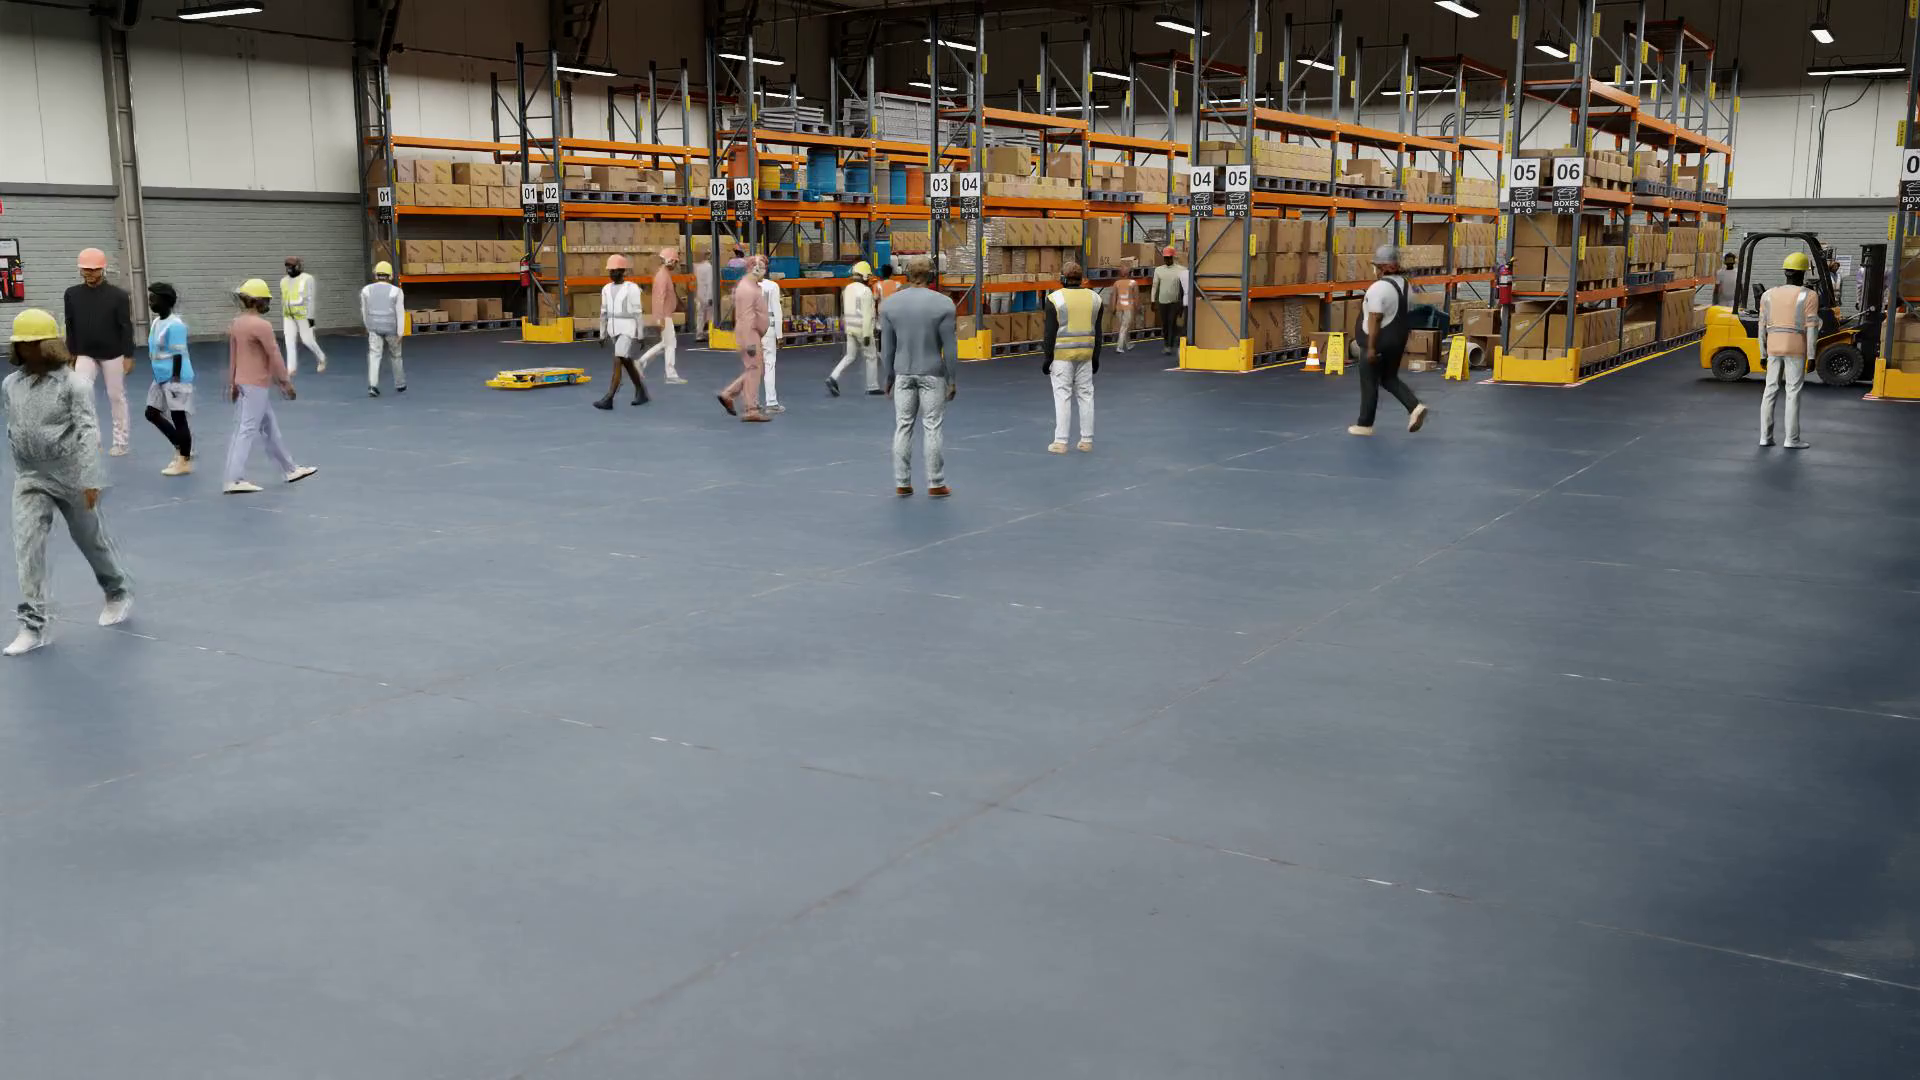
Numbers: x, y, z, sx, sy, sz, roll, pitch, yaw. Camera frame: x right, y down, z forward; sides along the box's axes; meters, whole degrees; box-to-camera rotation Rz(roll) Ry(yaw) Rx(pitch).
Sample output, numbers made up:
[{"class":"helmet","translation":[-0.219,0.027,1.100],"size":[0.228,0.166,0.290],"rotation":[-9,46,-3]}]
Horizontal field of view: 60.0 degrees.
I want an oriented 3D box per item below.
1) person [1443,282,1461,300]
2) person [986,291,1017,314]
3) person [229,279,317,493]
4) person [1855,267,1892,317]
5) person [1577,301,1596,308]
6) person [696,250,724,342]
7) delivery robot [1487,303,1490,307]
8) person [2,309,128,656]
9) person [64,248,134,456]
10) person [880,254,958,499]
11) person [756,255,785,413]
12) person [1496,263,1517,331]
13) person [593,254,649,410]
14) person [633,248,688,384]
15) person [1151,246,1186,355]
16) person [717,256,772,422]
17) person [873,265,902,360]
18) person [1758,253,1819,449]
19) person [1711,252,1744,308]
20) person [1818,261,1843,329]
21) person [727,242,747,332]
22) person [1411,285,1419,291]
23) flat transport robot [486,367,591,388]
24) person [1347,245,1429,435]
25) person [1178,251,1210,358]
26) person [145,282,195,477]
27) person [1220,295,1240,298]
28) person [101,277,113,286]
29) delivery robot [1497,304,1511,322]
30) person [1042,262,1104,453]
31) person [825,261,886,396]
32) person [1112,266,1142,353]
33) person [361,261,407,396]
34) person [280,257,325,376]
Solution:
[{"class":"person","translation":[12.622,-6.526,42.709],"size":[0.548,1.892,1.014],"rotation":[6,12,32]},{"class":"person","translation":[0.823,-4.815,32.978],"size":[0.626,1.934,0.363],"rotation":[0,10,2]},{"class":"person","translation":[-5.683,-1.267,13.669],"size":[0.532,1.727,0.887],"rotation":[9,14,42]},{"class":"person","translation":[17.320,-4.557,31.559],"size":[0.588,1.919,0.389],"rotation":[6,12,30]},{"class":"person","translation":[14.167,-5.625,37.615],"size":[0.549,1.895,0.949],"rotation":[6,12,31]},{"class":"person","translation":[-5.056,-4.985,34.069],"size":[0.839,1.873,0.665],"rotation":[-7,12,-34]},{"class":"delivery robot","translation":[13.036,-5.603,40.970],"size":[0.477,0.478,0.707],"rotation":[0,10,-2]},{"class":"person","translation":[-4.596,-0.332,8.492],"size":[0.503,1.700,0.891],"rotation":[1,10,4]},{"class":"person","translation":[-8.117,-1.748,15.671],"size":[0.645,1.965,0.678],"rotation":[-1,10,-4]},{"class":"person","translation":[-0.317,-1.287,13.188],"size":[0.632,1.938,0.358],"rotation":[3,10,14]},{"class":"person","translation":[-2.363,-2.452,19.874],"size":[0.580,1.881,0.343],"rotation":[5,11,26]},{"class":"person","translation":[12.701,-5.780,38.514],"size":[0.995,1.867,0.587],"rotation":[-9,13,-40]},{"class":"person","translation":[-4.178,-2.561,20.468],"size":[0.561,1.887,1.019],"rotation":[6,12,31]},{"class":"person","translation":[-4.357,-3.231,24.023],"size":[0.736,1.959,0.651],"rotation":[-2,10,-9]},{"class":"person","translation":[3.751,-4.337,30.221],"size":[0.641,1.951,0.933],"rotation":[5,11,26]},{"class":"person","translation":[-2.446,-2.287,18.945],"size":[0.566,1.882,0.671],"rotation":[0,10,-3]},{"class":"person","translation":[-1.240,-3.911,28.663],"size":[0.542,1.649,0.864],"rotation":[-2,10,-10]},{"class":"person","translation":[8.188,-1.865,16.452],"size":[0.363,1.928,0.586],"rotation":[-7,12,-36]},{"class":"person","translation":[14.597,-4.532,31.632],"size":[0.549,1.837,0.785],"rotation":[5,11,26]},{"class":"person","translation":[18.411,-5.066,35.187],"size":[0.510,1.640,0.308],"rotation":[-2,10,-9]},{"class":"person","translation":[-4.829,-5.499,36.485],"size":[0.609,2.044,0.397],"rotation":[9,14,41]},{"class":"person","translation":[10.806,-6.080,40.158],"size":[0.687,1.885,0.575],"rotation":[7,13,36]},{"class":"flat transport robot","translation":[-5.973,-2.315,23.614],"size":[0.652,0.197,1.431],"rotation":[6,12,29]},{"class":"person","translation":[4.498,-2.095,17.425],"size":[0.685,2.000,0.763],"rotation":[-9,13,-41]},{"class":"person","translation":[4.055,-4.075,28.960],"size":[0.599,1.891,0.898],"rotation":[5,11,28]},{"class":"person","translation":[-6.871,-1.391,14.445],"size":[0.366,1.685,0.551],"rotation":[-10,14,-44]},{"class":"person","translation":[5.185,-4.508,31.593],"size":[0.541,1.816,0.899],"rotation":[6,12,32]},{"class":"person","translation":[-14.041,-3.628,27.194],"size":[0.494,1.627,0.297],"rotation":[-2,10,-12]},{"class":"delivery robot","translation":[13.063,-5.491,40.345],"size":[0.707,0.478,0.477],"rotation":[-1,10,-6]},{"class":"person","translation":[1.075,-1.765,16.137],"size":[0.634,1.841,0.429],"rotation":[-5,11,-24]},{"class":"person","translation":[-1.384,-2.773,21.928],"size":[0.815,1.798,0.594],"rotation":[-8,13,-38]},{"class":"person","translation":[3.090,-4.260,30.815],"size":[0.516,1.591,0.876],"rotation":[8,13,38]},{"class":"person","translation":[-7.679,-2.809,22.165],"size":[0.603,1.791,0.949],"rotation":[0,10,-1]},{"class":"person","translation":[-10.124,-3.430,25.527],"size":[0.637,1.819,0.731],"rotation":[2,10,13]}]
